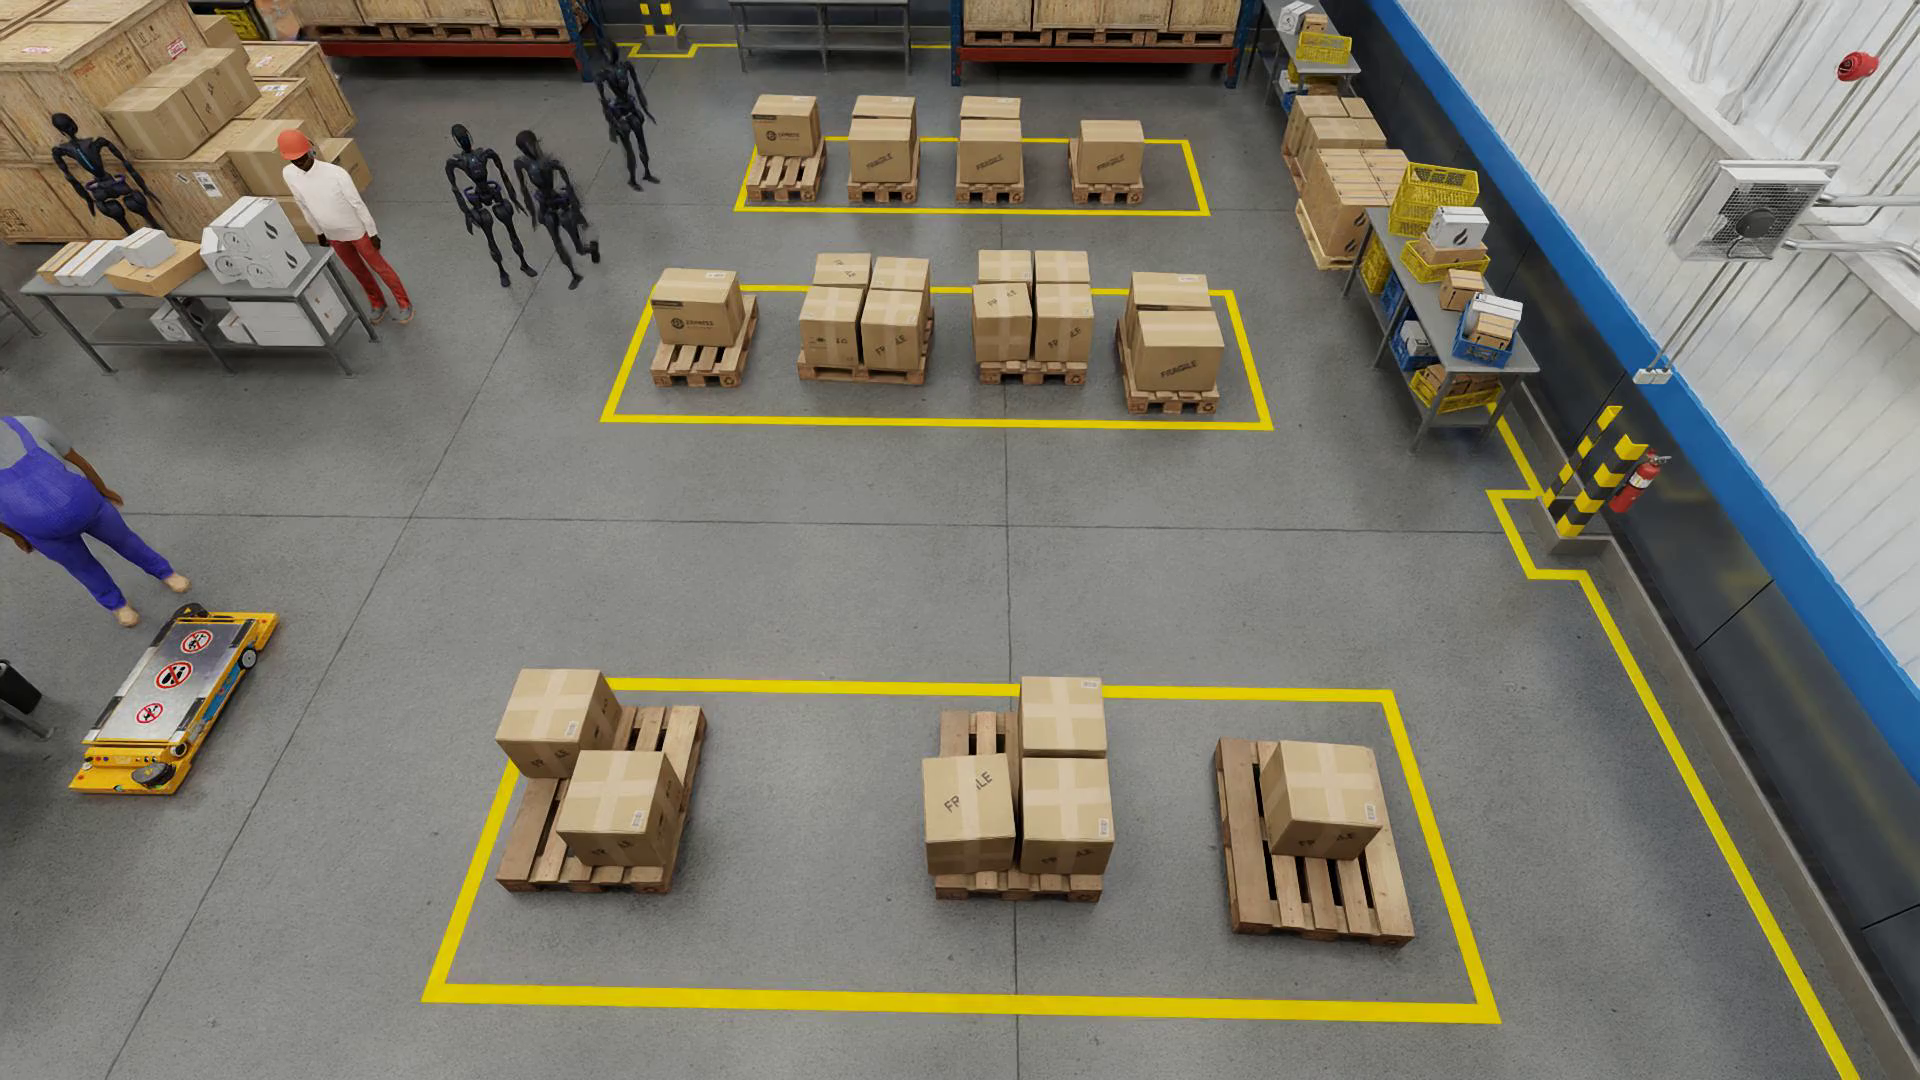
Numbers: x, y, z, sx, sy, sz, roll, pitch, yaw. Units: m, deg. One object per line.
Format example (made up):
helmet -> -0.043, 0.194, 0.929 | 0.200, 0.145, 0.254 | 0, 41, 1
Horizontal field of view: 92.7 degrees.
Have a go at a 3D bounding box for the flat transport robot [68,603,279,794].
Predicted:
flat transport robot -> -5.504, 1.072, 6.442 | 0.652, 0.197, 1.431 | 1, 50, 1

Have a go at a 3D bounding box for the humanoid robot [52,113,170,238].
humanoid robot -> -8.699, -3.556, 9.445 | 0.611, 1.657, 0.315 | -27, 55, -21

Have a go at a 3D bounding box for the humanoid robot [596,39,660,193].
humanoid robot -> -3.823, -4.860, 10.559 | 0.405, 1.651, 0.589 | 28, 55, 22

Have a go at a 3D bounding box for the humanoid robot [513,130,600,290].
humanoid robot -> -4.088, -3.405, 9.334 | 0.586, 1.627, 0.522 | 3, 50, 2

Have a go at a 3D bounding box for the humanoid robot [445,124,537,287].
humanoid robot -> -4.759, -3.385, 9.299 | 0.601, 1.658, 0.325 | -31, 56, -23

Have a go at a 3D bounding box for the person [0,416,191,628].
person -> -6.257, -0.197, 6.374 | 0.536, 2.000, 0.674 | 29, 55, 22

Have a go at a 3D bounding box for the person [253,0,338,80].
person -> -8.800, -6.638, 11.911 | 0.463, 1.907, 0.605 | -13, 51, -11

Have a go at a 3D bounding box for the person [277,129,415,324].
person -> -5.866, -2.938, 8.731 | 0.613, 1.987, 0.400 | 2, 50, 2
